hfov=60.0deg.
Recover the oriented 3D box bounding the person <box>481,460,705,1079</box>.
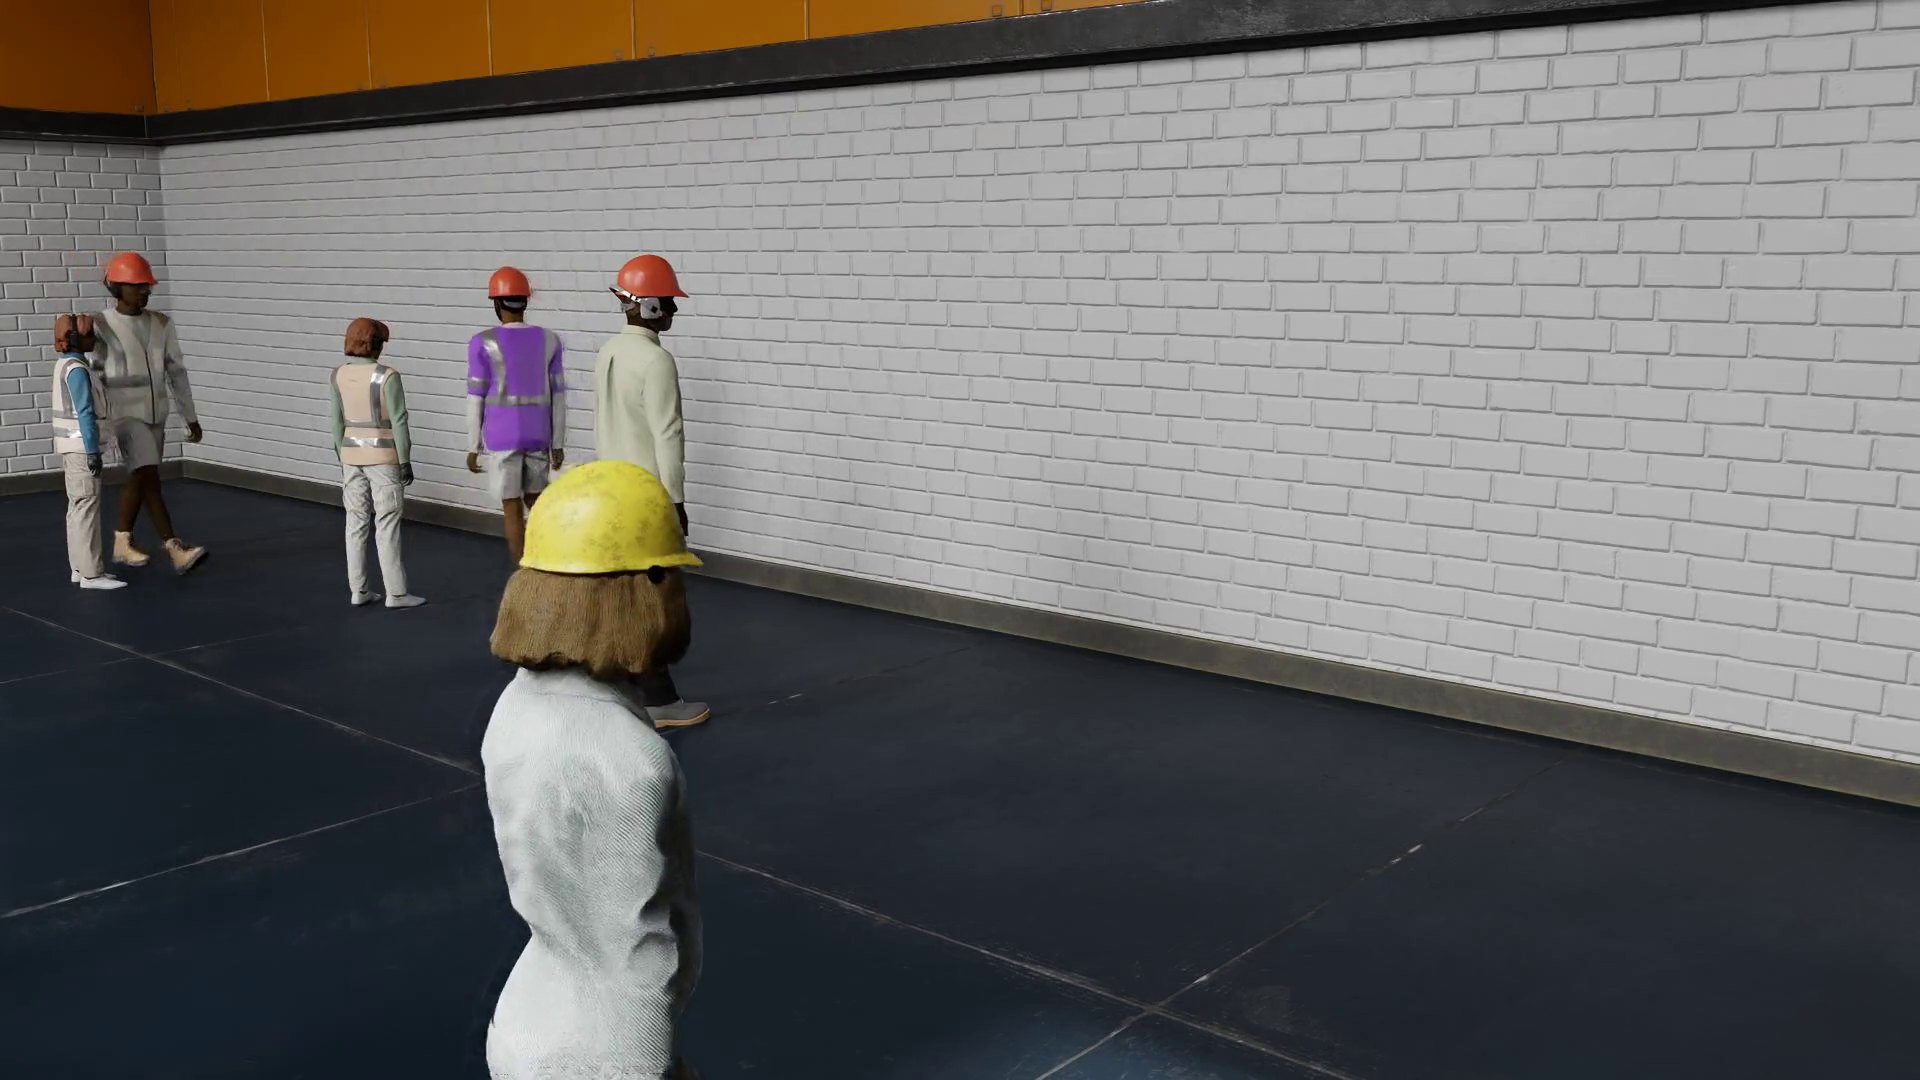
[{"bbox_3d":[-0.435,0.741,2.415,0.546,1.725,0.513,-7,12,-36],"label":"person"}]

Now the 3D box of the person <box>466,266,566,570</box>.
[{"bbox_3d":[-2.519,-0.578,9.432,0.545,1.922,0.402,-8,13,-39],"label":"person"}]

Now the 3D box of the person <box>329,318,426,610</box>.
[{"bbox_3d":[-3.290,-0.422,9.332,0.513,1.638,0.311,4,11,22],"label":"person"}]

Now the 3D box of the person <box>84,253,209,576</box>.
[{"bbox_3d":[-5.074,-0.777,10.371,0.923,2.012,0.622,5,11,25],"label":"person"}]

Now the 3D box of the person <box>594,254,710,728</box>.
[{"bbox_3d":[-1.326,-0.207,7.089,0.396,1.993,0.618,-7,12,-37],"label":"person"}]

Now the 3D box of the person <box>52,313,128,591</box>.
[{"bbox_3d":[-5.204,-0.520,9.882,0.306,1.639,0.523,-7,12,-36],"label":"person"}]
